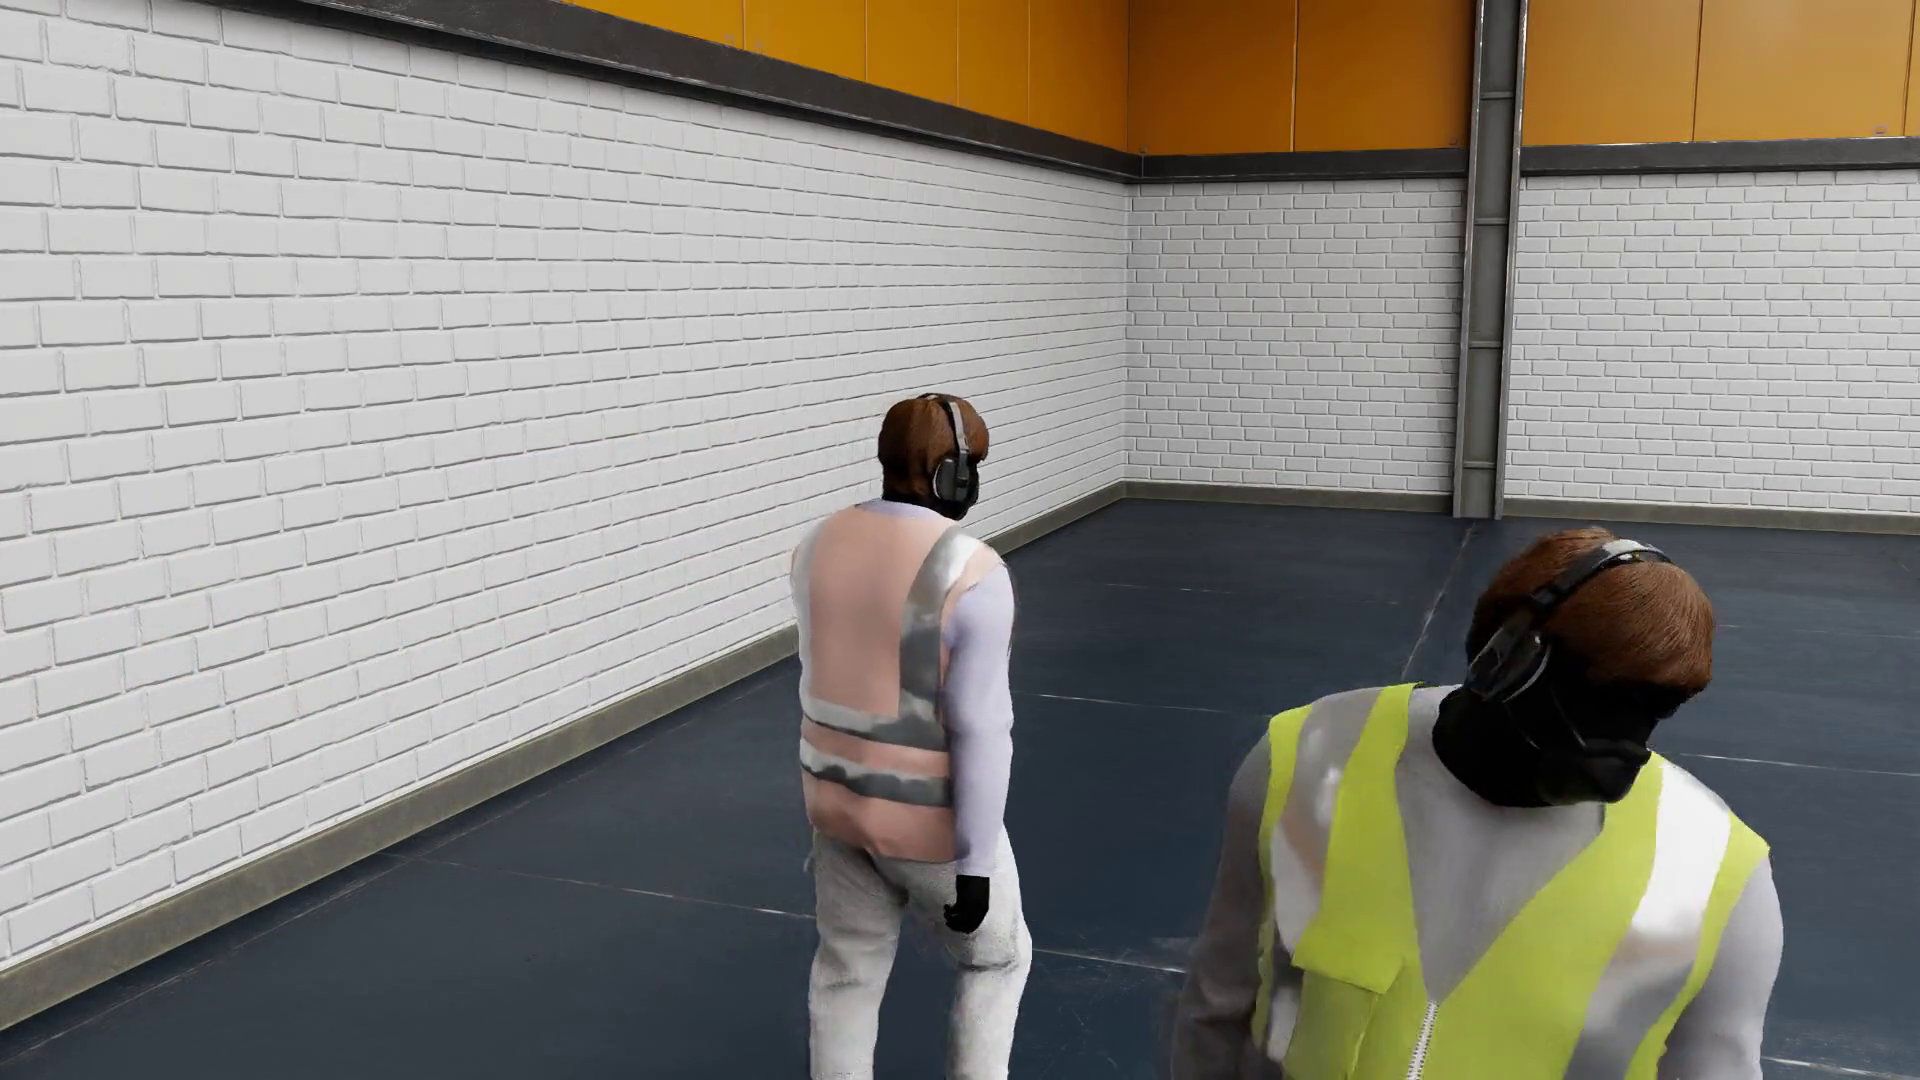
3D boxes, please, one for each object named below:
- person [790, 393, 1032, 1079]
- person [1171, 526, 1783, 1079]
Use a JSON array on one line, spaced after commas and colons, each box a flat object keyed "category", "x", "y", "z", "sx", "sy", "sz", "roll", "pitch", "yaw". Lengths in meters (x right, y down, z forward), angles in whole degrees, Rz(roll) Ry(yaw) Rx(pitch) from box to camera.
[{"category": "person", "x": -0.071, "y": 0.588, "z": 3.650, "sx": 0.646, "sy": 1.817, "sz": 0.630, "roll": 7, "pitch": 12, "yaw": 39}, {"category": "person", "x": 0.537, "y": 0.869, "z": 1.970, "sx": 0.713, "sy": 1.808, "sz": 0.432, "roll": 5, "pitch": 10, "yaw": 28}]
